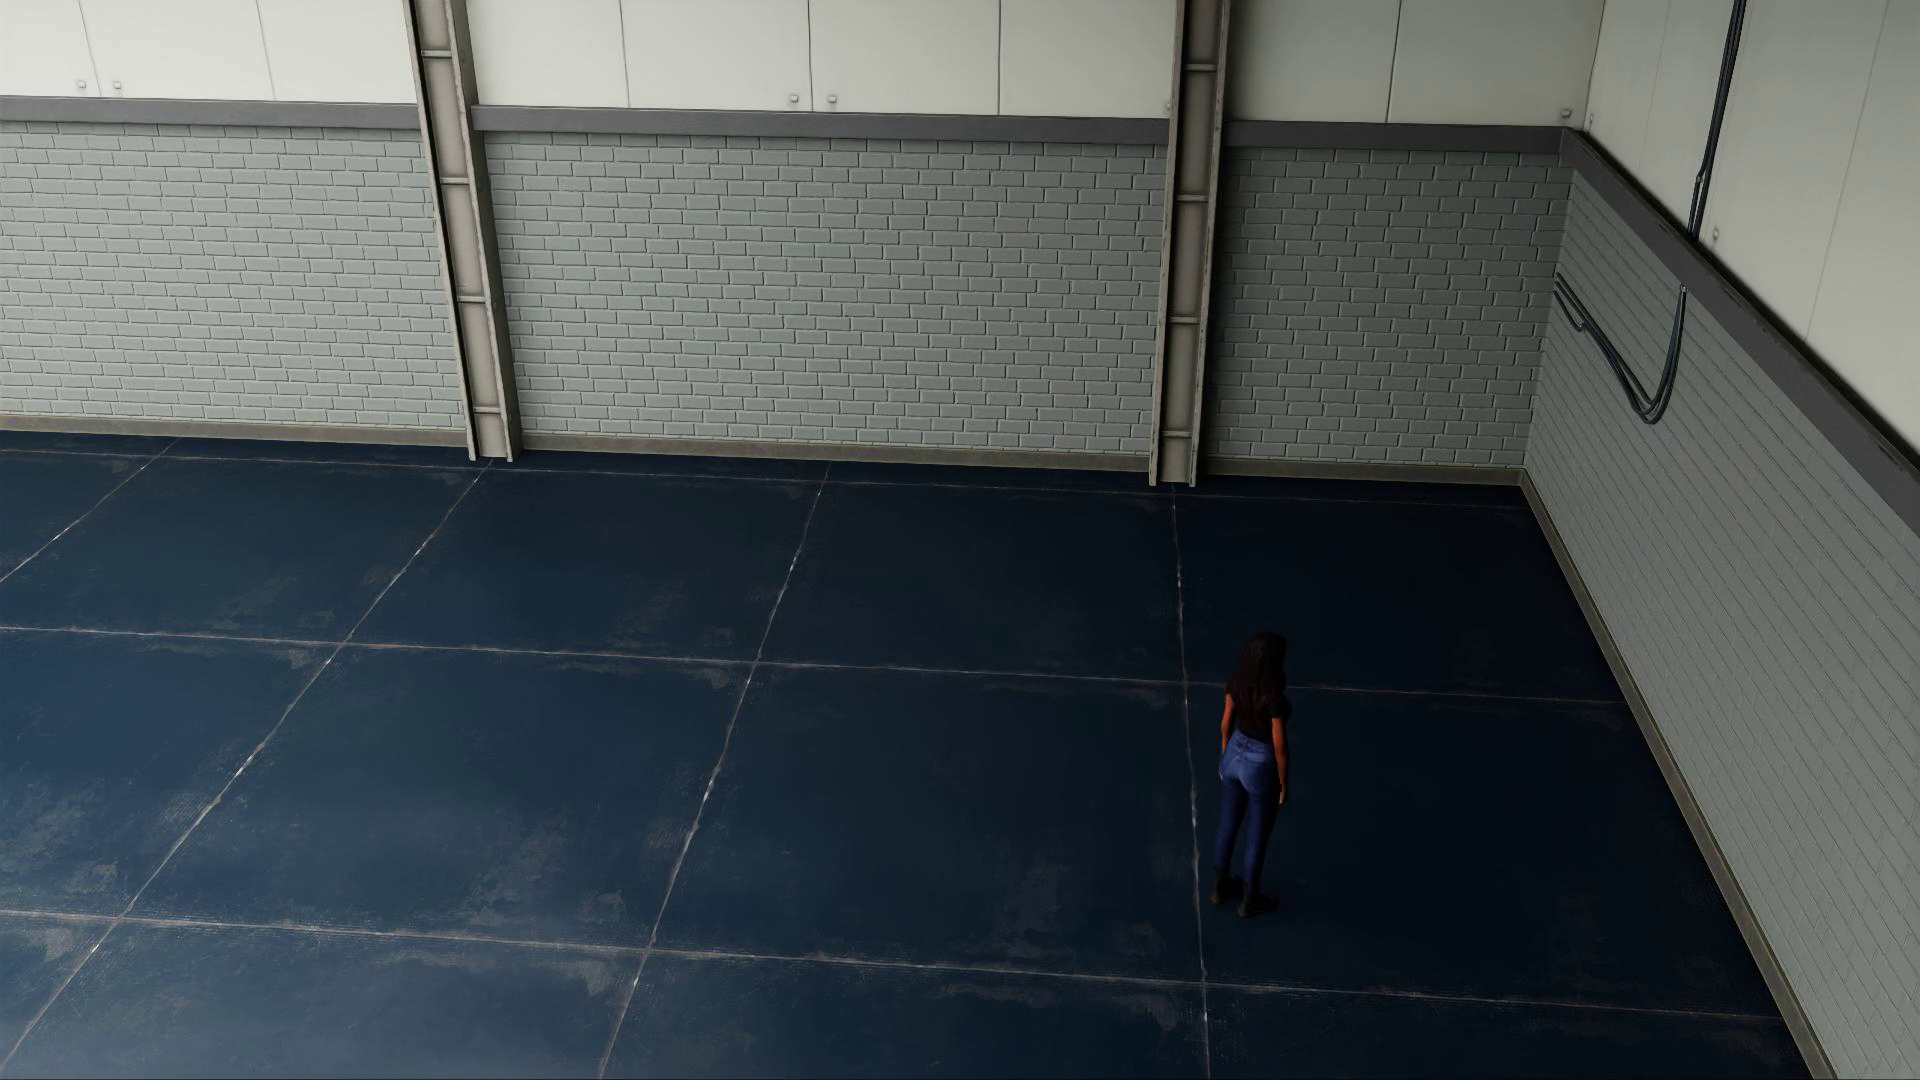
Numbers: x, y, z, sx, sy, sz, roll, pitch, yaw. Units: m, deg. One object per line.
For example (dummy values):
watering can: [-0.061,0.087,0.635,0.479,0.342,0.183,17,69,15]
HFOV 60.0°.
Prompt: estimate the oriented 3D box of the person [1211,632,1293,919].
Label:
person: [1.565,1.273,8.989,0.715,1.737,0.652,-22,35,-36]
